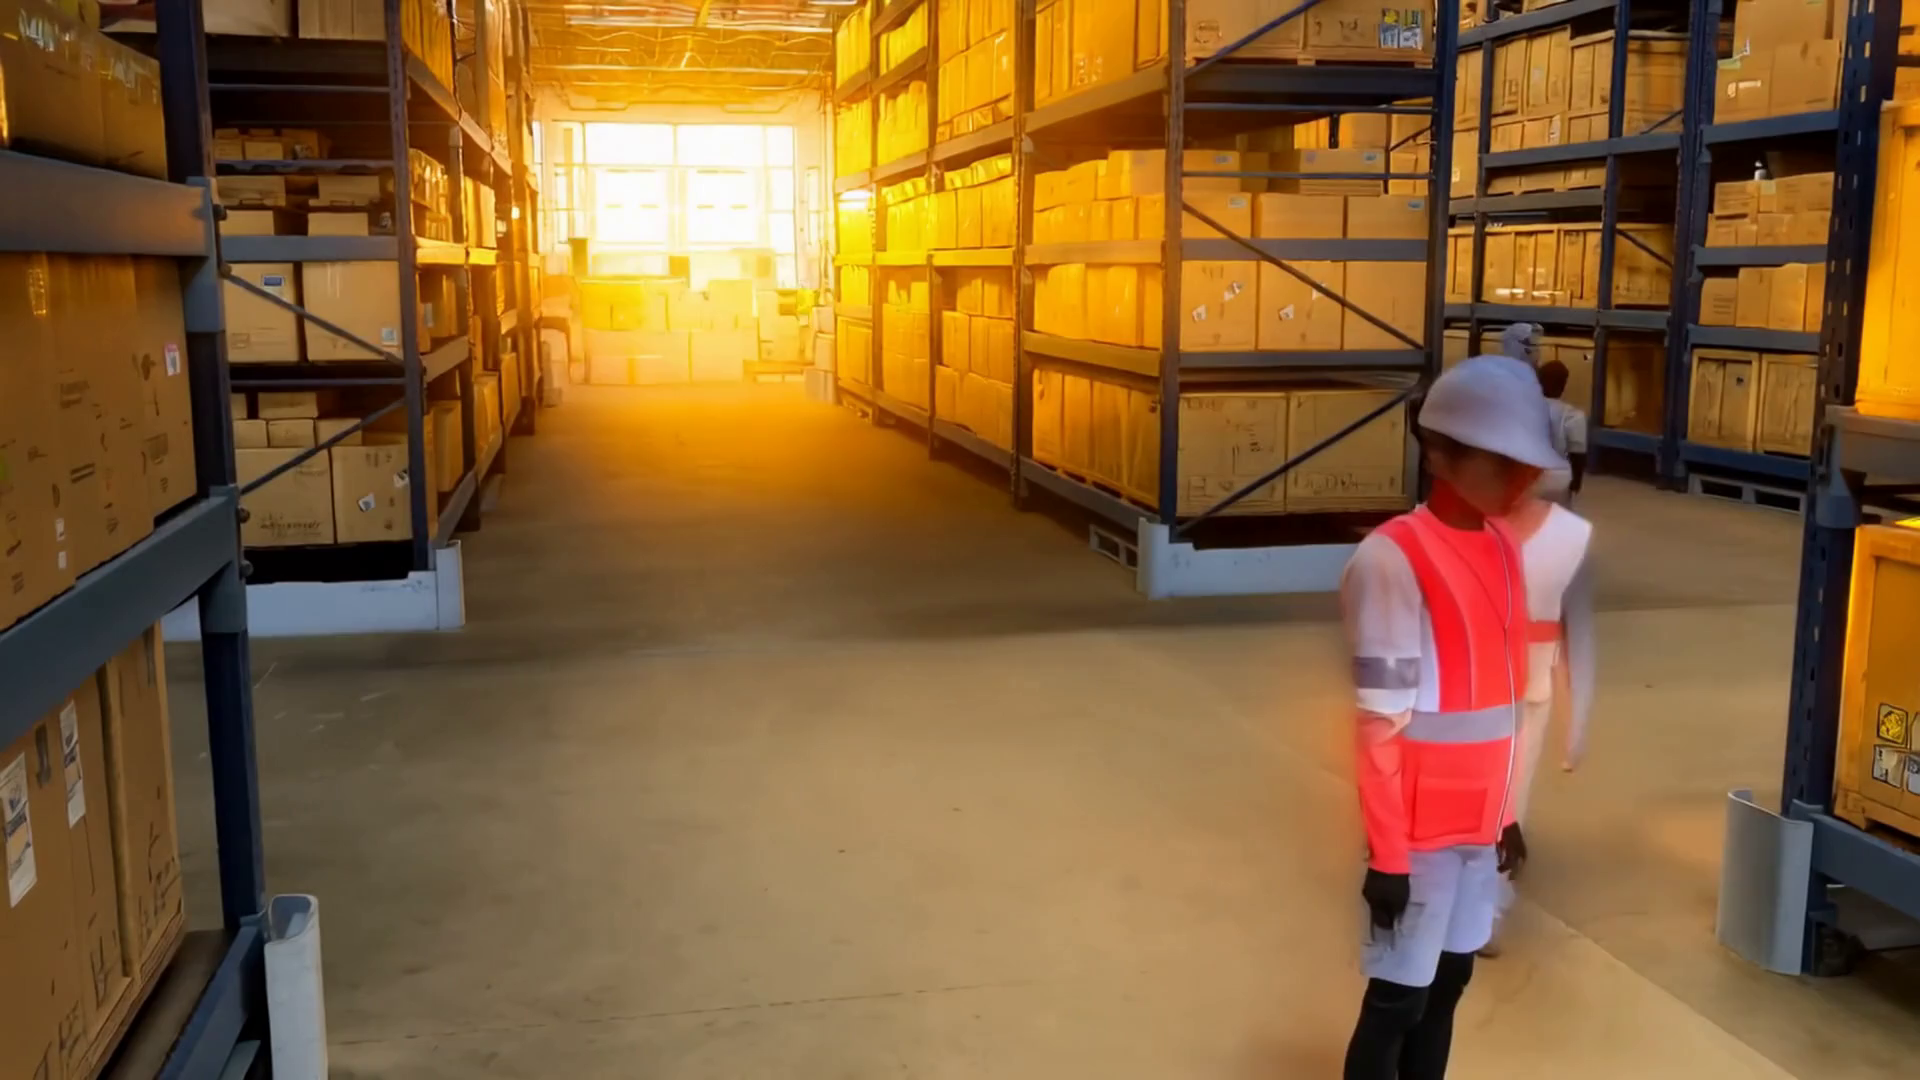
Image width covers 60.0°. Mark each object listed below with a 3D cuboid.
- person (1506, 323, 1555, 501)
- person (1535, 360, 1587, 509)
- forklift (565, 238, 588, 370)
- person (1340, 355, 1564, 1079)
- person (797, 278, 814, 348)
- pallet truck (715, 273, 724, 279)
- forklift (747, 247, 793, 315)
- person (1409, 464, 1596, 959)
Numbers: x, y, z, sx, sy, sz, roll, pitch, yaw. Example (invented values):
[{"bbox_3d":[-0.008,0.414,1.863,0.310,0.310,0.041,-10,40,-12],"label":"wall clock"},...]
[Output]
[{"bbox_3d":[3.323,-0.330,9.908,0.405,1.888,0.750,3,10,16],"label":"person"},{"bbox_3d":[3.836,-0.377,11.000,0.542,1.611,1.026,8,12,39],"label":"person"},{"bbox_3d":[-8.014,-4.966,35.095,1.873,2.768,1.129,-2,10,-12],"label":"forklift"},{"bbox_3d":[1.084,0.612,3.672,0.386,2.034,0.604,8,13,42],"label":"person"},{"bbox_3d":[-4.176,-6.191,45.505,0.548,1.905,0.807,-5,11,-30],"label":"person"},{"bbox_3d":[-8.580,-8.986,62.280,1.885,1.965,0.823,1,9,5],"label":"pallet truck"},{"bbox_3d":[-6.009,-7.555,50.877,1.129,2.768,1.873,-7,12,-38],"label":"forklift"},{"bbox_3d":[1.615,0.507,5.066,0.575,1.783,0.981,3,10,19],"label":"person"}]
